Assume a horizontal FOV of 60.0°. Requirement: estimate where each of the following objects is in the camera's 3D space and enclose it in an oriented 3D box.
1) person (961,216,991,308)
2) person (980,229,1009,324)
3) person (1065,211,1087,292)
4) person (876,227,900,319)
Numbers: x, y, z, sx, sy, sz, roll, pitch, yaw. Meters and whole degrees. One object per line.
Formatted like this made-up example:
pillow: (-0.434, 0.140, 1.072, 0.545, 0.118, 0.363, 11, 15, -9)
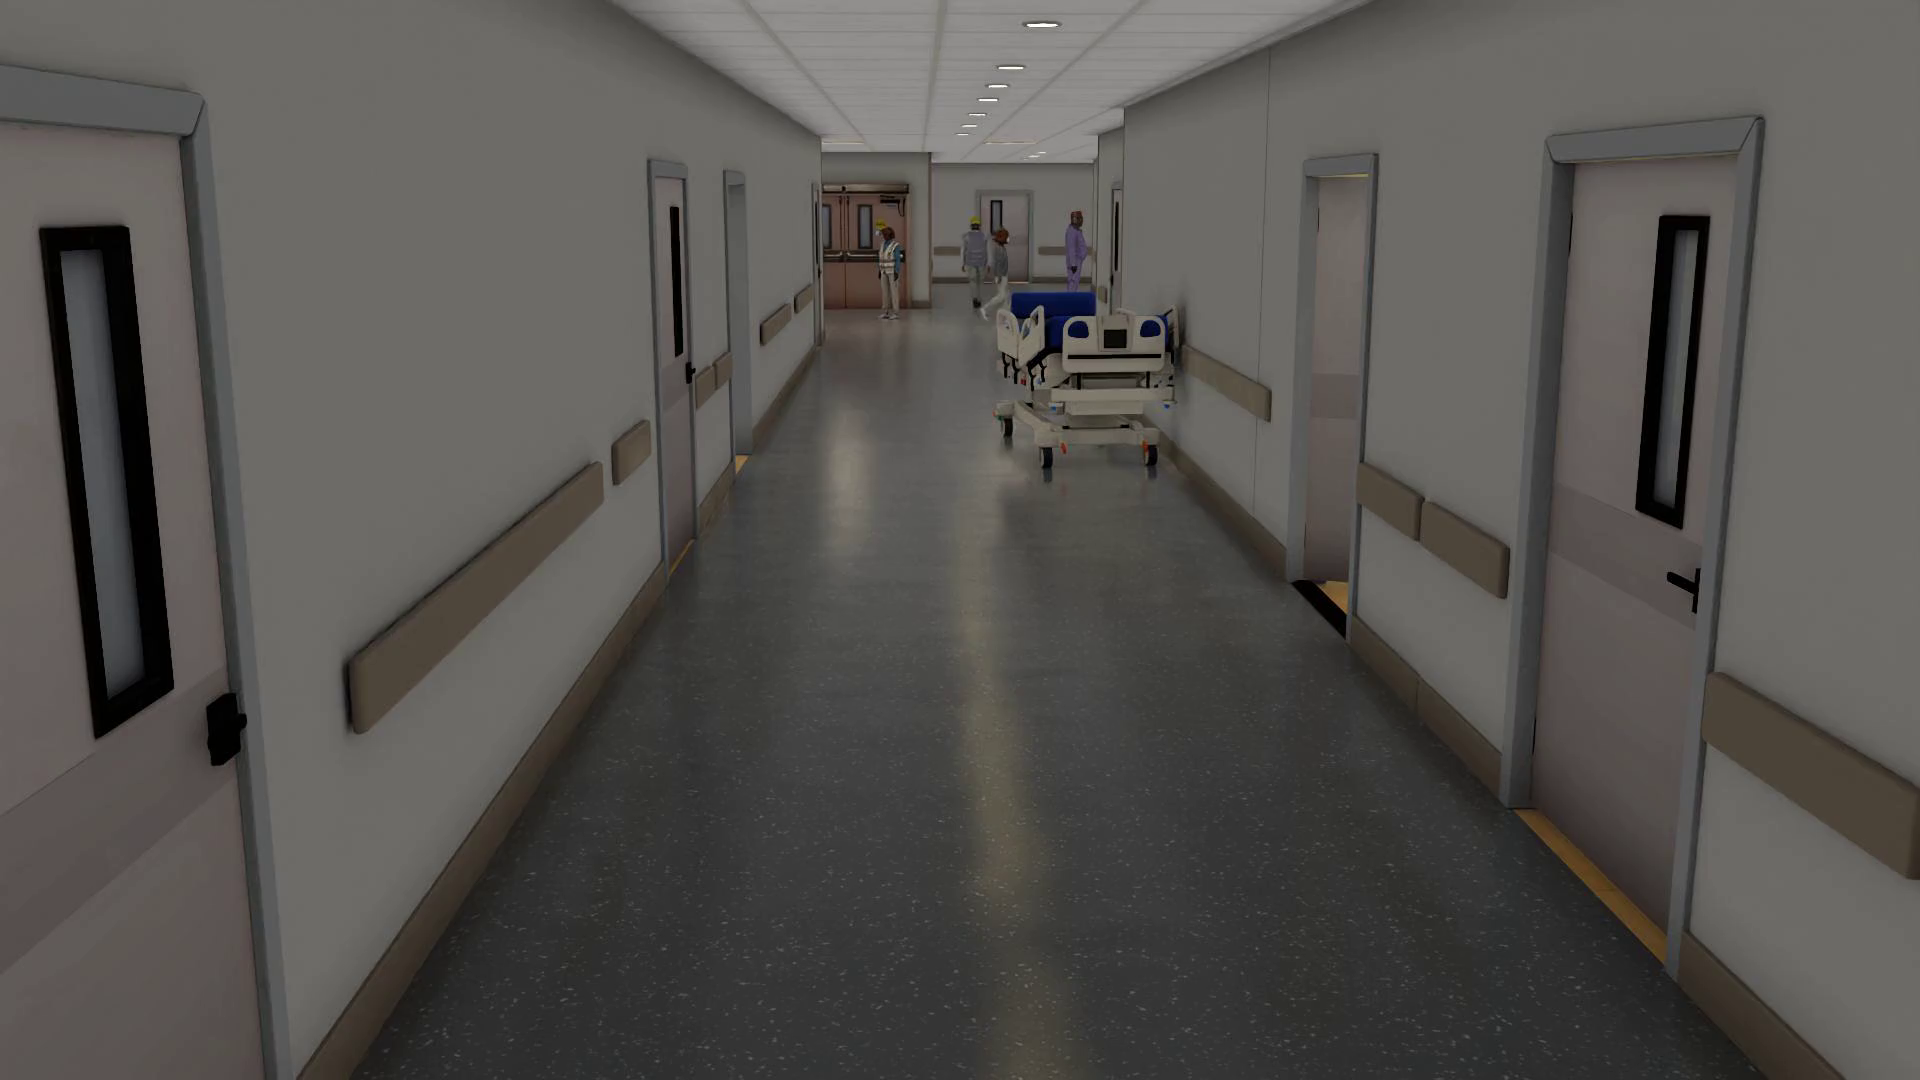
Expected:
person: (0.318, -5.466, 32.758, 0.588, 1.798, 0.843, -1, 12, -6)
person: (0.664, -4.482, 28.345, 0.524, 1.620, 0.512, 4, 12, 17)
person: (2.141, -5.093, 30.643, 0.408, 1.909, 0.638, 2, 12, 9)
person: (-1.263, -4.750, 29.625, 0.514, 1.640, 0.309, 11, 16, 43)
